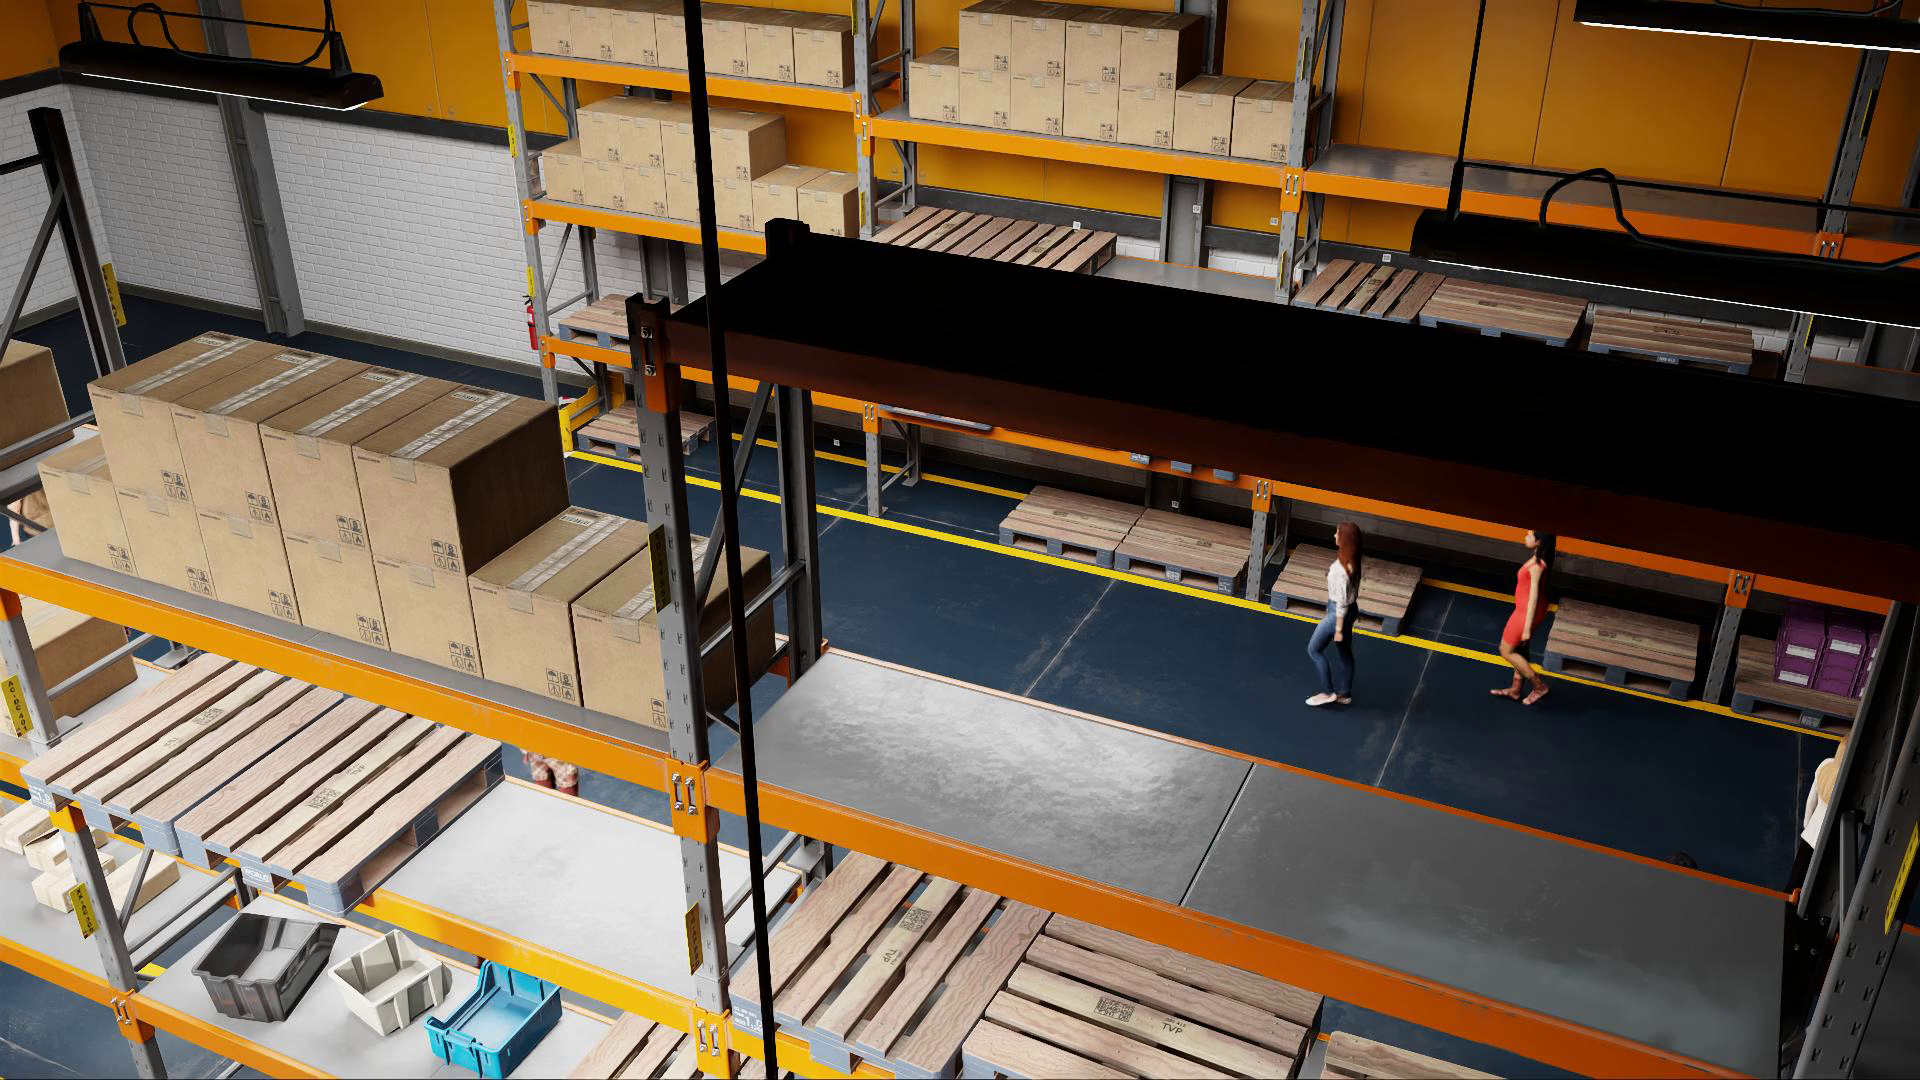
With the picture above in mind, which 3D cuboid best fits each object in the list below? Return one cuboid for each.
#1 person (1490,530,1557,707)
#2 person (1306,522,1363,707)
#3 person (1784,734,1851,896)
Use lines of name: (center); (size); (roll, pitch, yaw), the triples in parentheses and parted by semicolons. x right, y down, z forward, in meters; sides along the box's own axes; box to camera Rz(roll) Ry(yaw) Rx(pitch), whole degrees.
person: (4.755, 0.634, 13.666); (0.696, 1.710, 0.597); (13, 31, 23)
person: (3.212, 0.639, 13.648); (0.620, 1.719, 0.605); (15, 32, 26)
person: (5.697, 2.042, 10.928); (0.725, 1.859, 0.680); (-8, 30, -14)
